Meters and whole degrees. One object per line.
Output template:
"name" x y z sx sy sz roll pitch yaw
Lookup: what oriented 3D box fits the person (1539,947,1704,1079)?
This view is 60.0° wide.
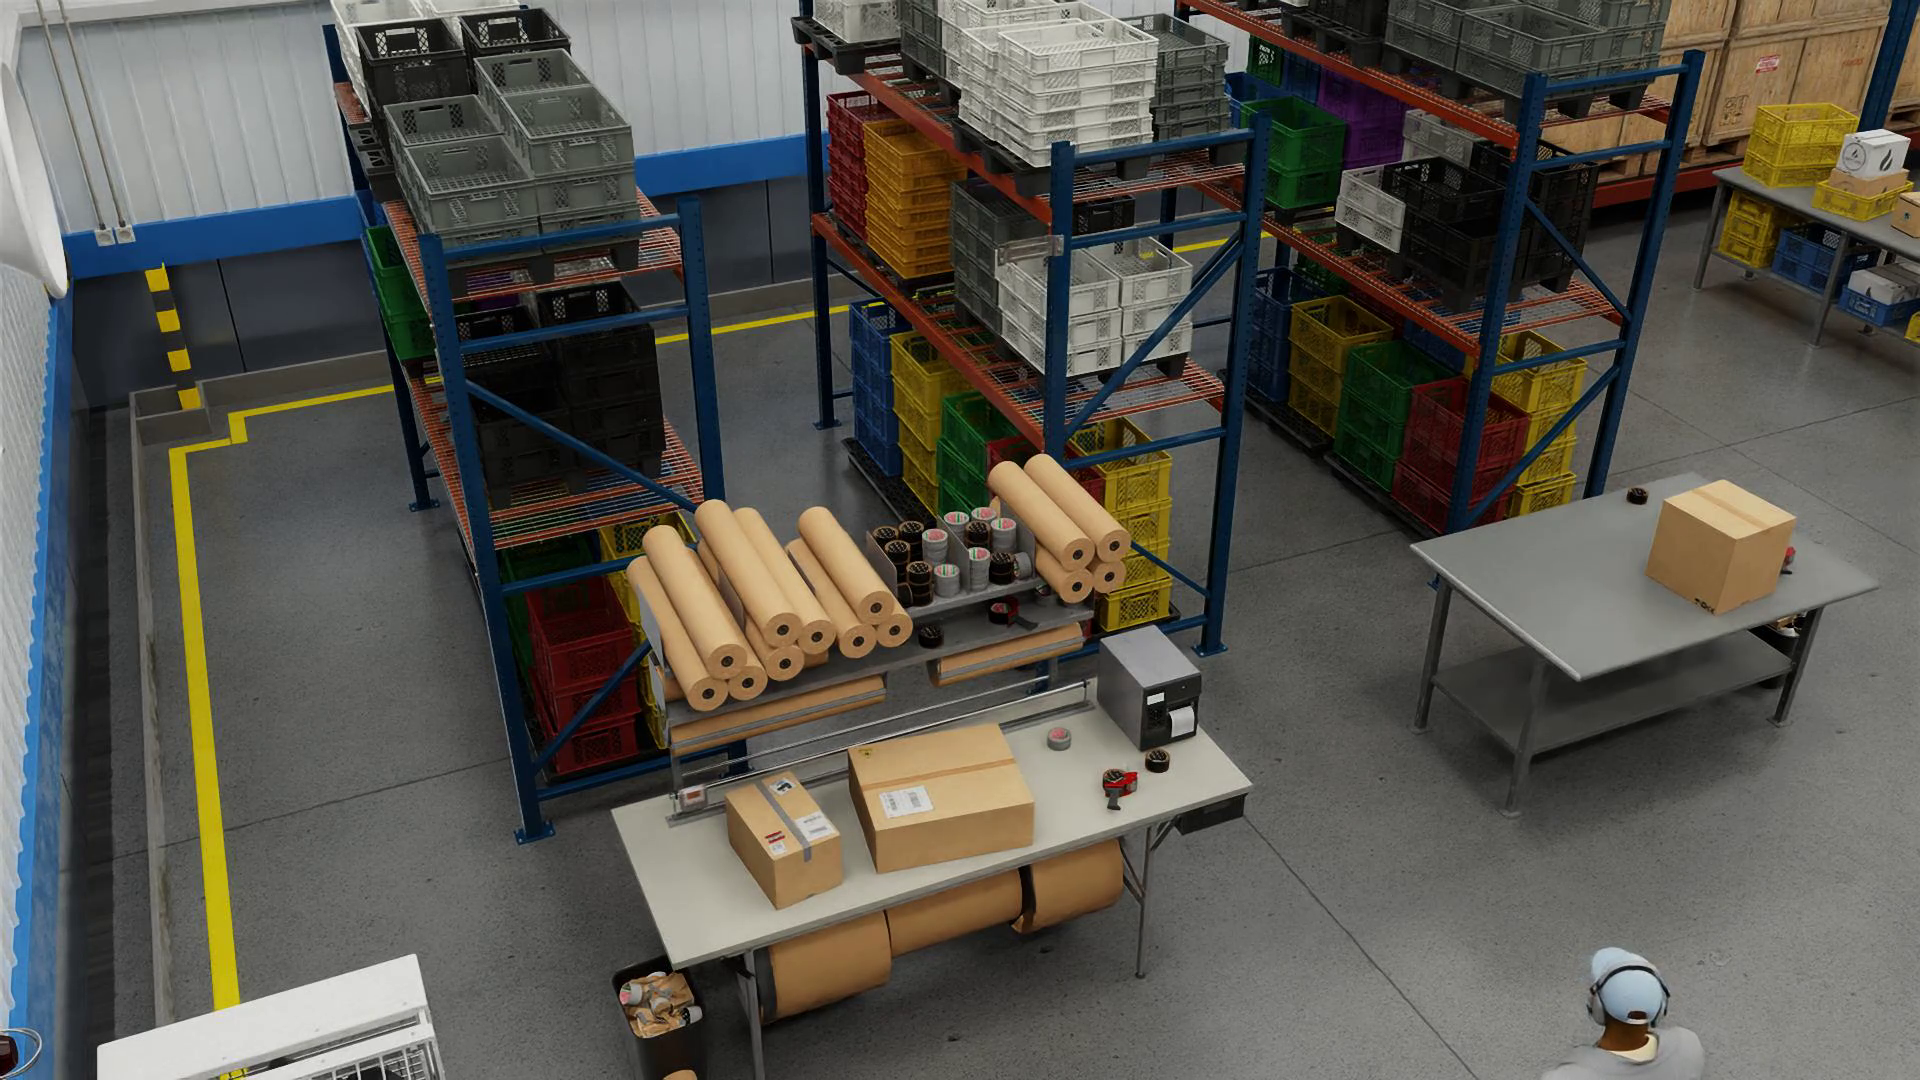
"person" 1.937 1.997 5.219 0.595 1.849 0.389 -12 34 -19
